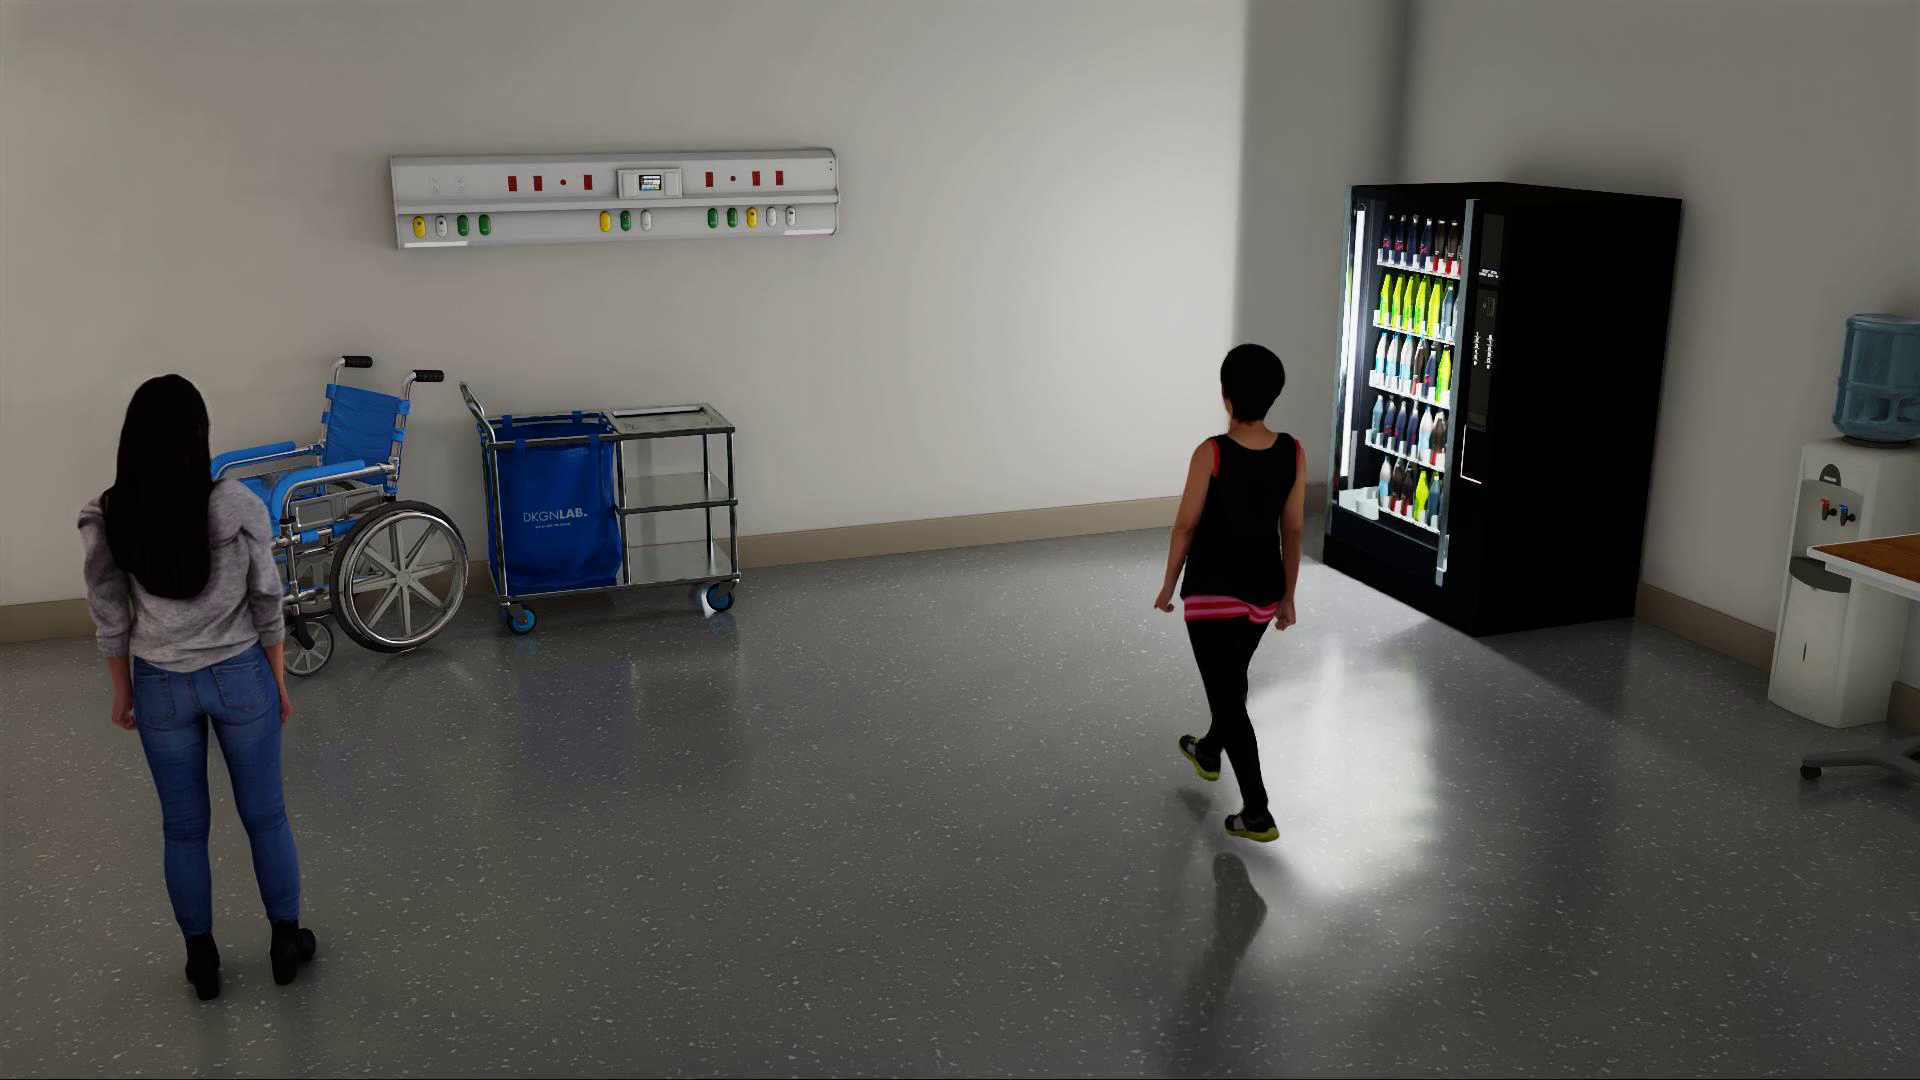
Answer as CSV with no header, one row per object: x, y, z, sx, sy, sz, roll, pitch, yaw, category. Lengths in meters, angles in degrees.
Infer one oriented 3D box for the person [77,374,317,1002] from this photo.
-1.933,0.383,4.255,0.600,1.632,0.503,-5,16,-17,person

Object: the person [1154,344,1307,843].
0.878,0.190,5.153,0.547,1.516,1.004,-5,17,-18,person
